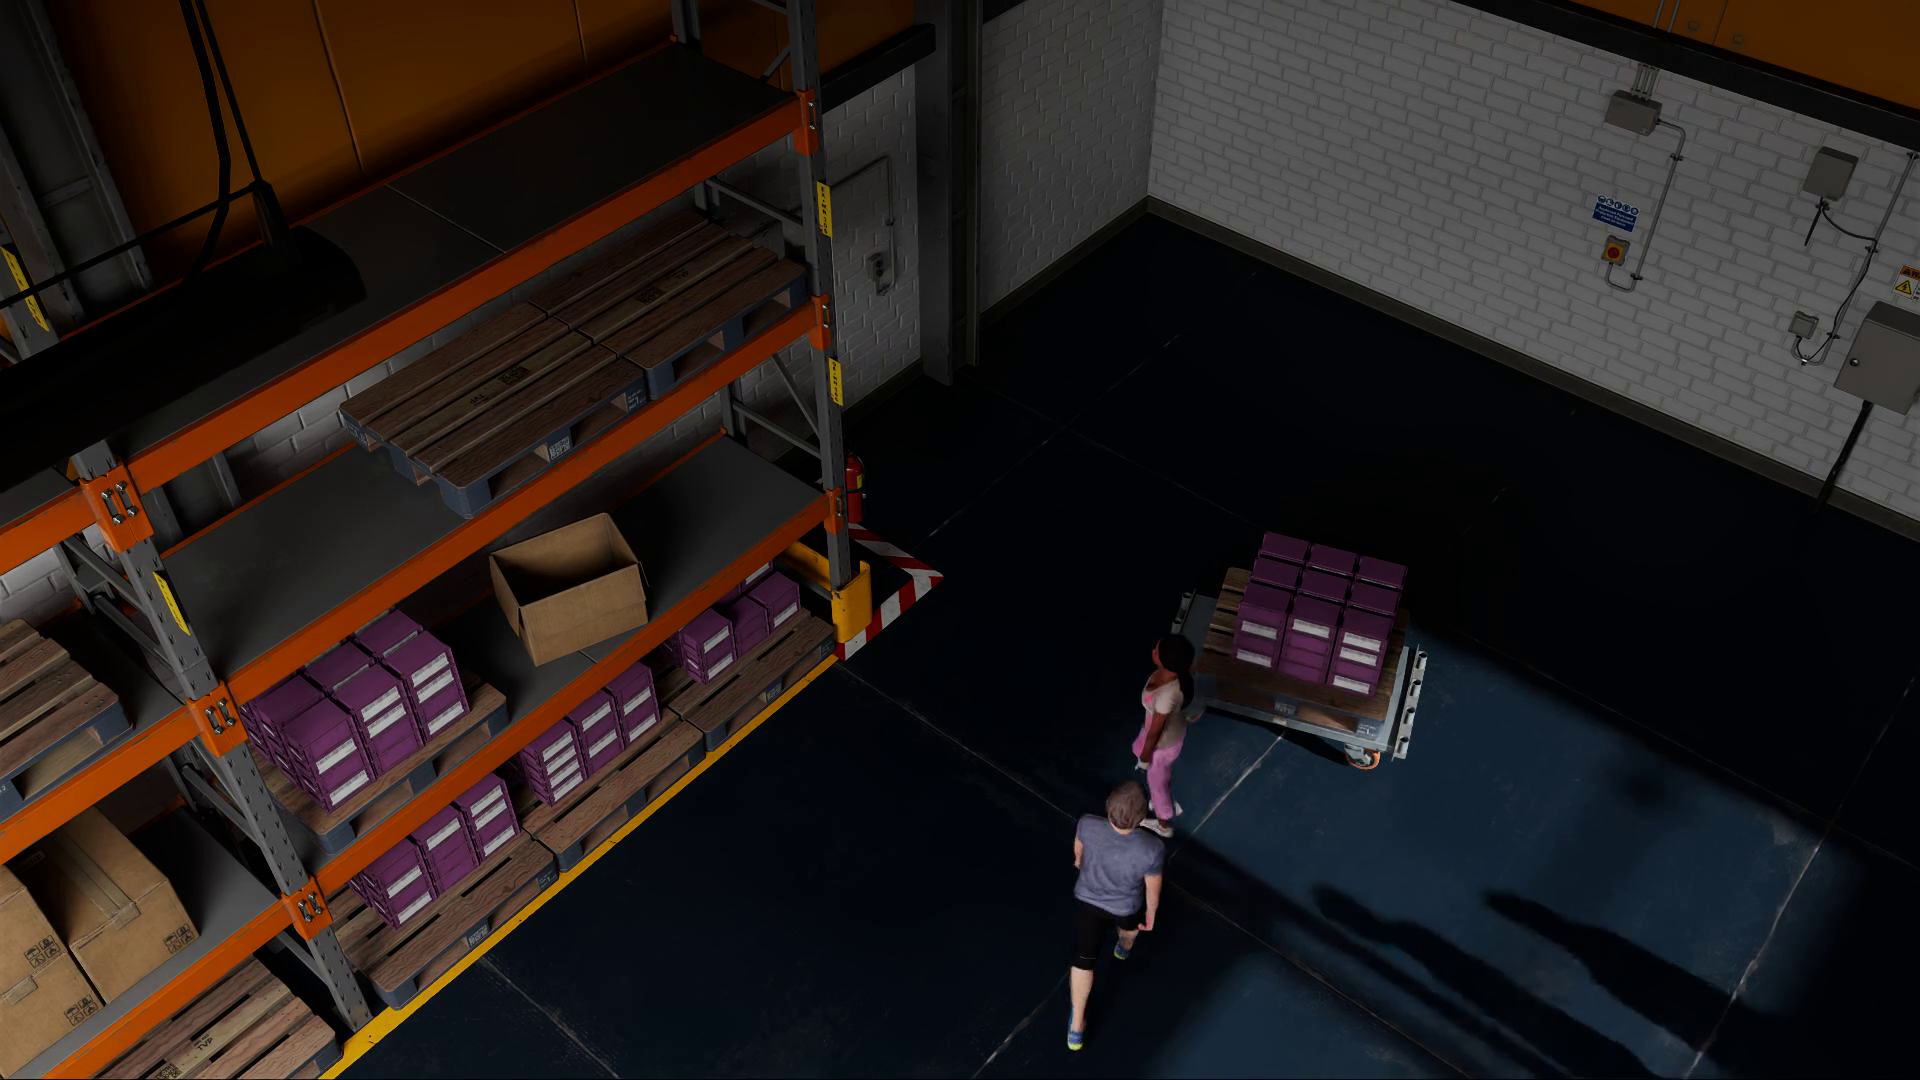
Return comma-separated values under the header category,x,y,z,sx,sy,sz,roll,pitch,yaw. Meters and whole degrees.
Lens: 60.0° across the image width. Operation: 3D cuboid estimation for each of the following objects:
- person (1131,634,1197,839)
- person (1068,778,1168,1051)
category,x,y,z,sx,sy,sz,roll,pitch,yaw
person,1.277,1.185,9.693,0.739,1.730,0.635,17,46,17
person,0.766,1.968,8.787,1.010,1.845,1.300,10,45,10
